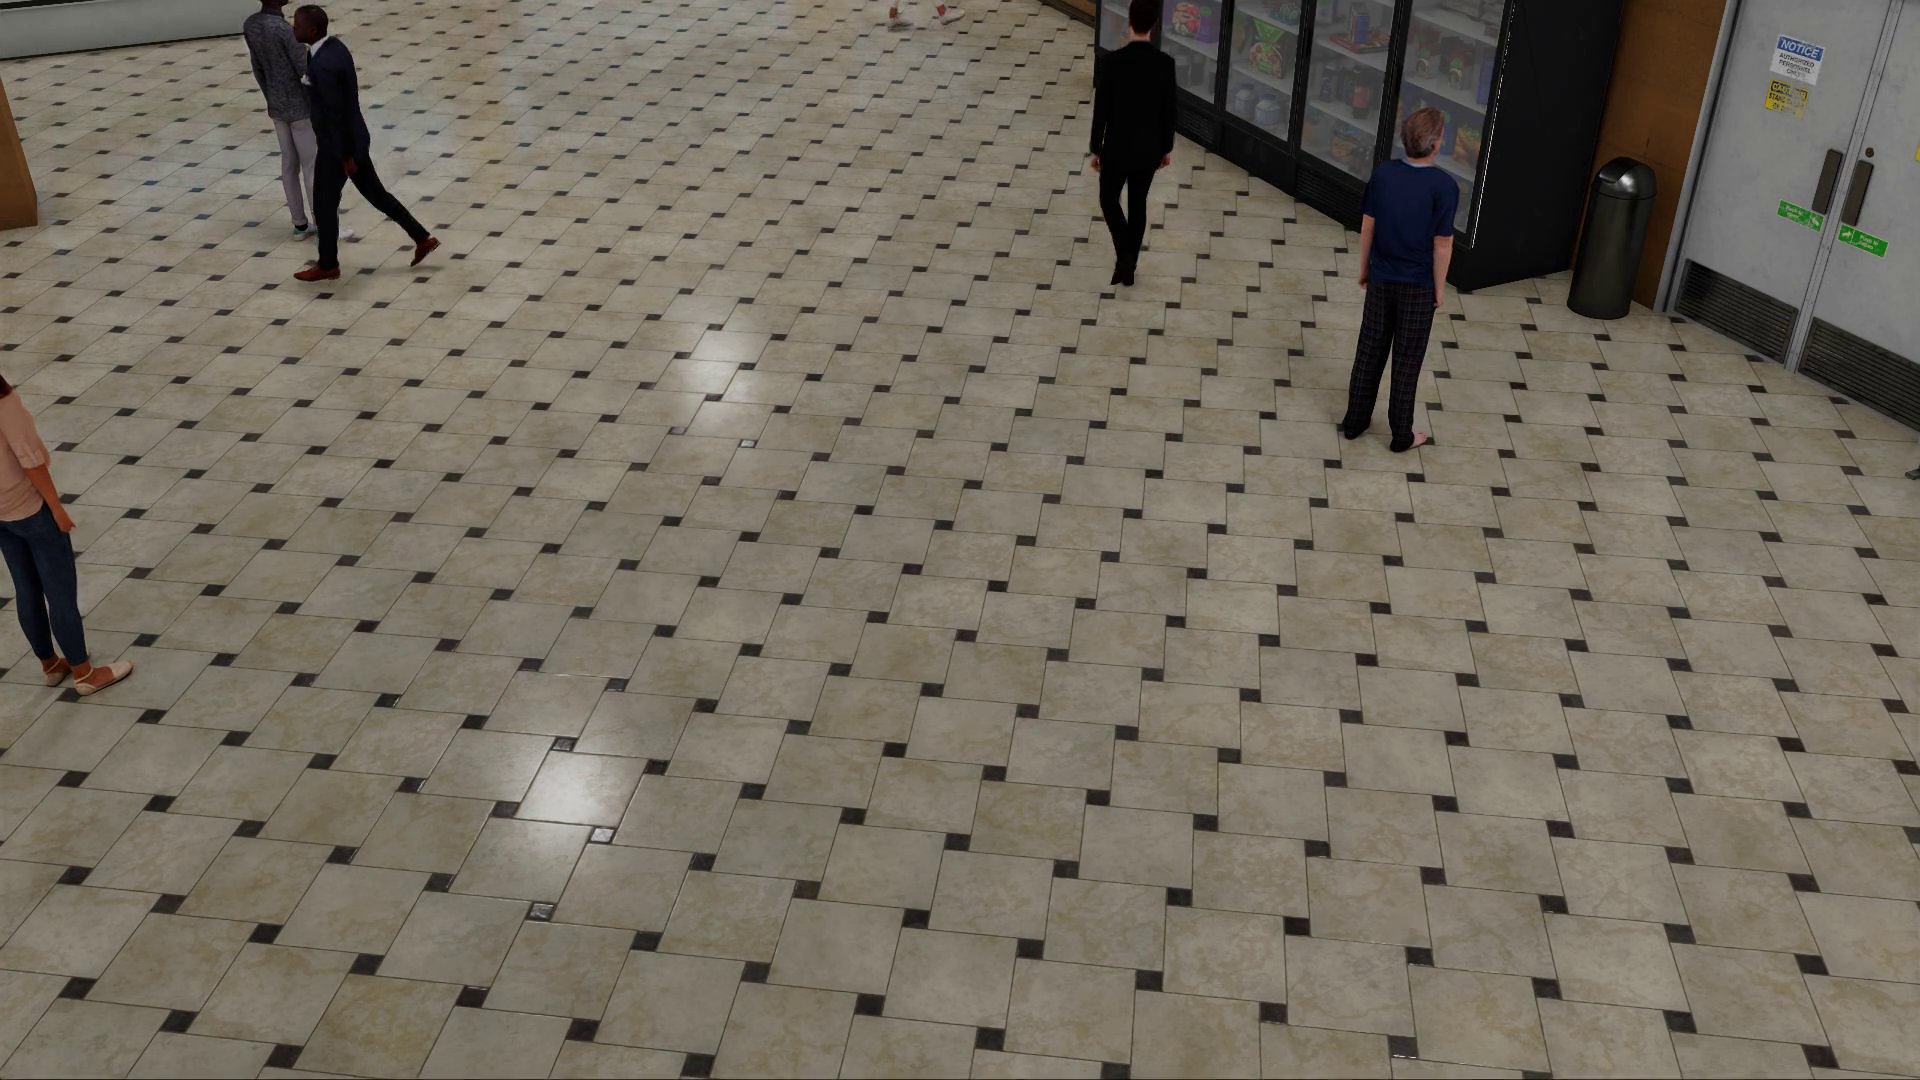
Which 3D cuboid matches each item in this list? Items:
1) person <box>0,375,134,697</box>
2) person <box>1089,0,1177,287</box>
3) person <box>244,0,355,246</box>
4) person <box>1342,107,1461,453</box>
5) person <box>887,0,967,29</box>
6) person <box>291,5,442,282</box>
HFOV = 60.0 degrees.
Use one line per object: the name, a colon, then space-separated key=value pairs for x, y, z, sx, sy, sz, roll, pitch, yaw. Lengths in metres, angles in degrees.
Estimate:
person: x=-3.920 y=-0.139 z=6.921 sx=0.665 sy=1.792 sz=0.715 roll=13 pitch=34 yaw=20
person: x=1.102 y=-2.469 z=10.588 sx=0.895 sy=1.874 sz=0.913 roll=-3 pitch=32 yaw=-6
person: x=-4.577 y=-2.943 z=11.384 sx=0.761 sy=1.838 sz=0.760 roll=18 pitch=36 yaw=26
person: x=2.342 y=-1.369 z=8.824 sx=0.737 sy=1.871 sz=0.711 roll=22 pitch=38 yaw=31
person: x=-0.535 y=-5.786 z=16.117 sx=1.024 sy=1.665 sz=0.684 roll=-11 pitch=34 yaw=-17
person: x=-3.924 y=-2.567 z=10.814 sx=1.276 sy=1.801 sz=0.950 roll=-3 pitch=32 yaw=-5
